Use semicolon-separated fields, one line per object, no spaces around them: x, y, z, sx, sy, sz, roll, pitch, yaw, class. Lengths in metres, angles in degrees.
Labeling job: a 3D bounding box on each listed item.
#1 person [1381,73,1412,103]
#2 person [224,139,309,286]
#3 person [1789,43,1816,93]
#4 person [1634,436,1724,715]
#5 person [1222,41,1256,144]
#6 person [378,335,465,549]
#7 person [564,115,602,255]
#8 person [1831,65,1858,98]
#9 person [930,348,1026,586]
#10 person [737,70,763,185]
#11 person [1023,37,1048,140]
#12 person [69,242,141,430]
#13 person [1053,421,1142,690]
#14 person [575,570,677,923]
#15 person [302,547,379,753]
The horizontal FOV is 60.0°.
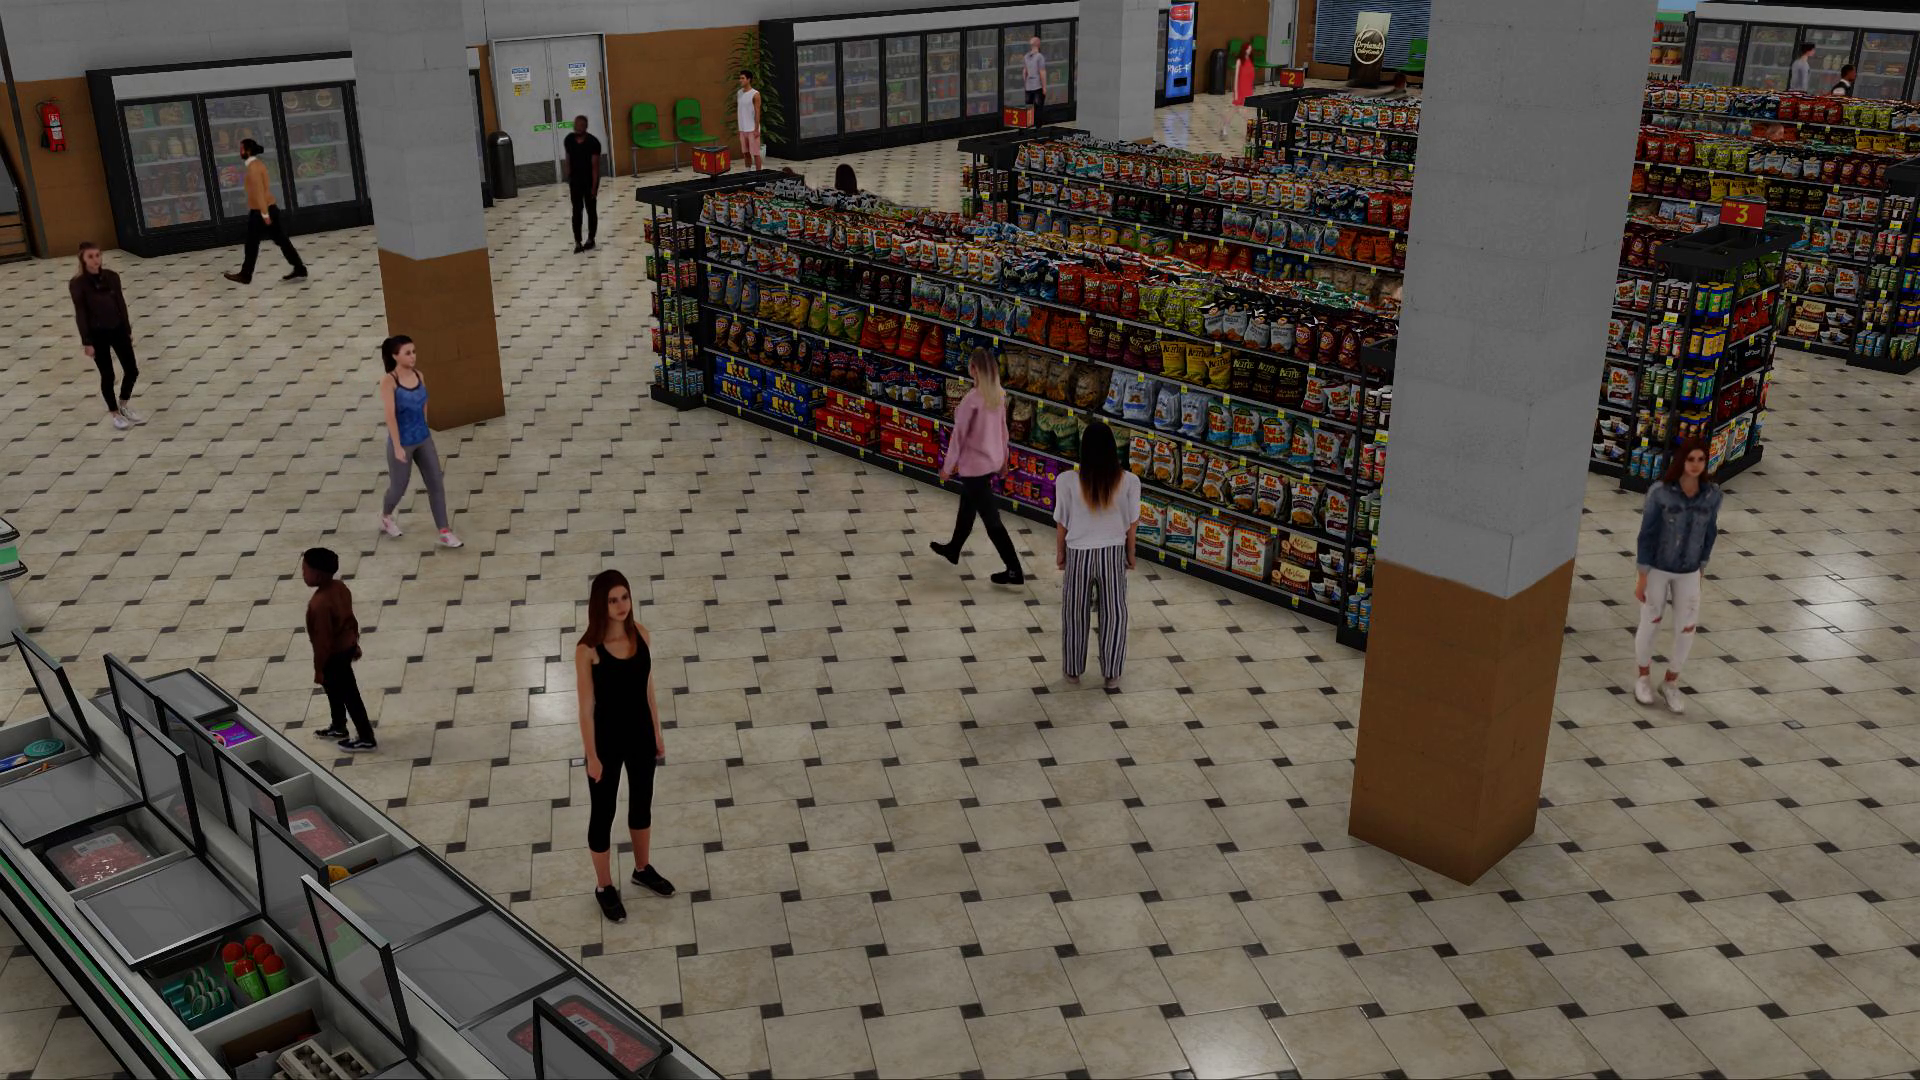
6.446;-6.002;24.956;1.078;1.865;0.788;20;29;40;person
-8.283;-3.922;19.982;1.137;1.712;1.191;-4;22;-10;person
14.975;-7.986;29.931;0.891;1.836;0.833;2;22;5;person
4.168;0.170;9.833;0.723;1.687;0.801;4;22;9;person
5.132;-8.197;30.515;0.781;1.793;1.193;-13;25;-29;person
-4.072;-0.704;12.146;1.071;1.584;0.697;14;26;31;person
-4.890;-4.639;21.690;1.055;1.769;1.078;5;22;12;person
13.575;-6.450;26.022;0.858;1.900;0.831;7;23;18;person
0.204;-0.460;11.461;1.154;1.643;0.745;14;26;32;person
-3.328;-6.547;26.413;0.501;1.788;0.690;20;29;40;person
1.401;-8.463;31.116;0.511;1.837;0.719;20;29;40;person
-7.625;-1.823;14.786;0.585;1.691;0.648;16;27;35;person
0.819;0.095;10.029;0.770;1.679;0.846;2;22;5;person
-1.606;0.942;7.858;0.566;1.726;0.508;-19;29;-39;person
-3.416;0.622;9.302;0.755;1.244;0.695;0;22;1;person
